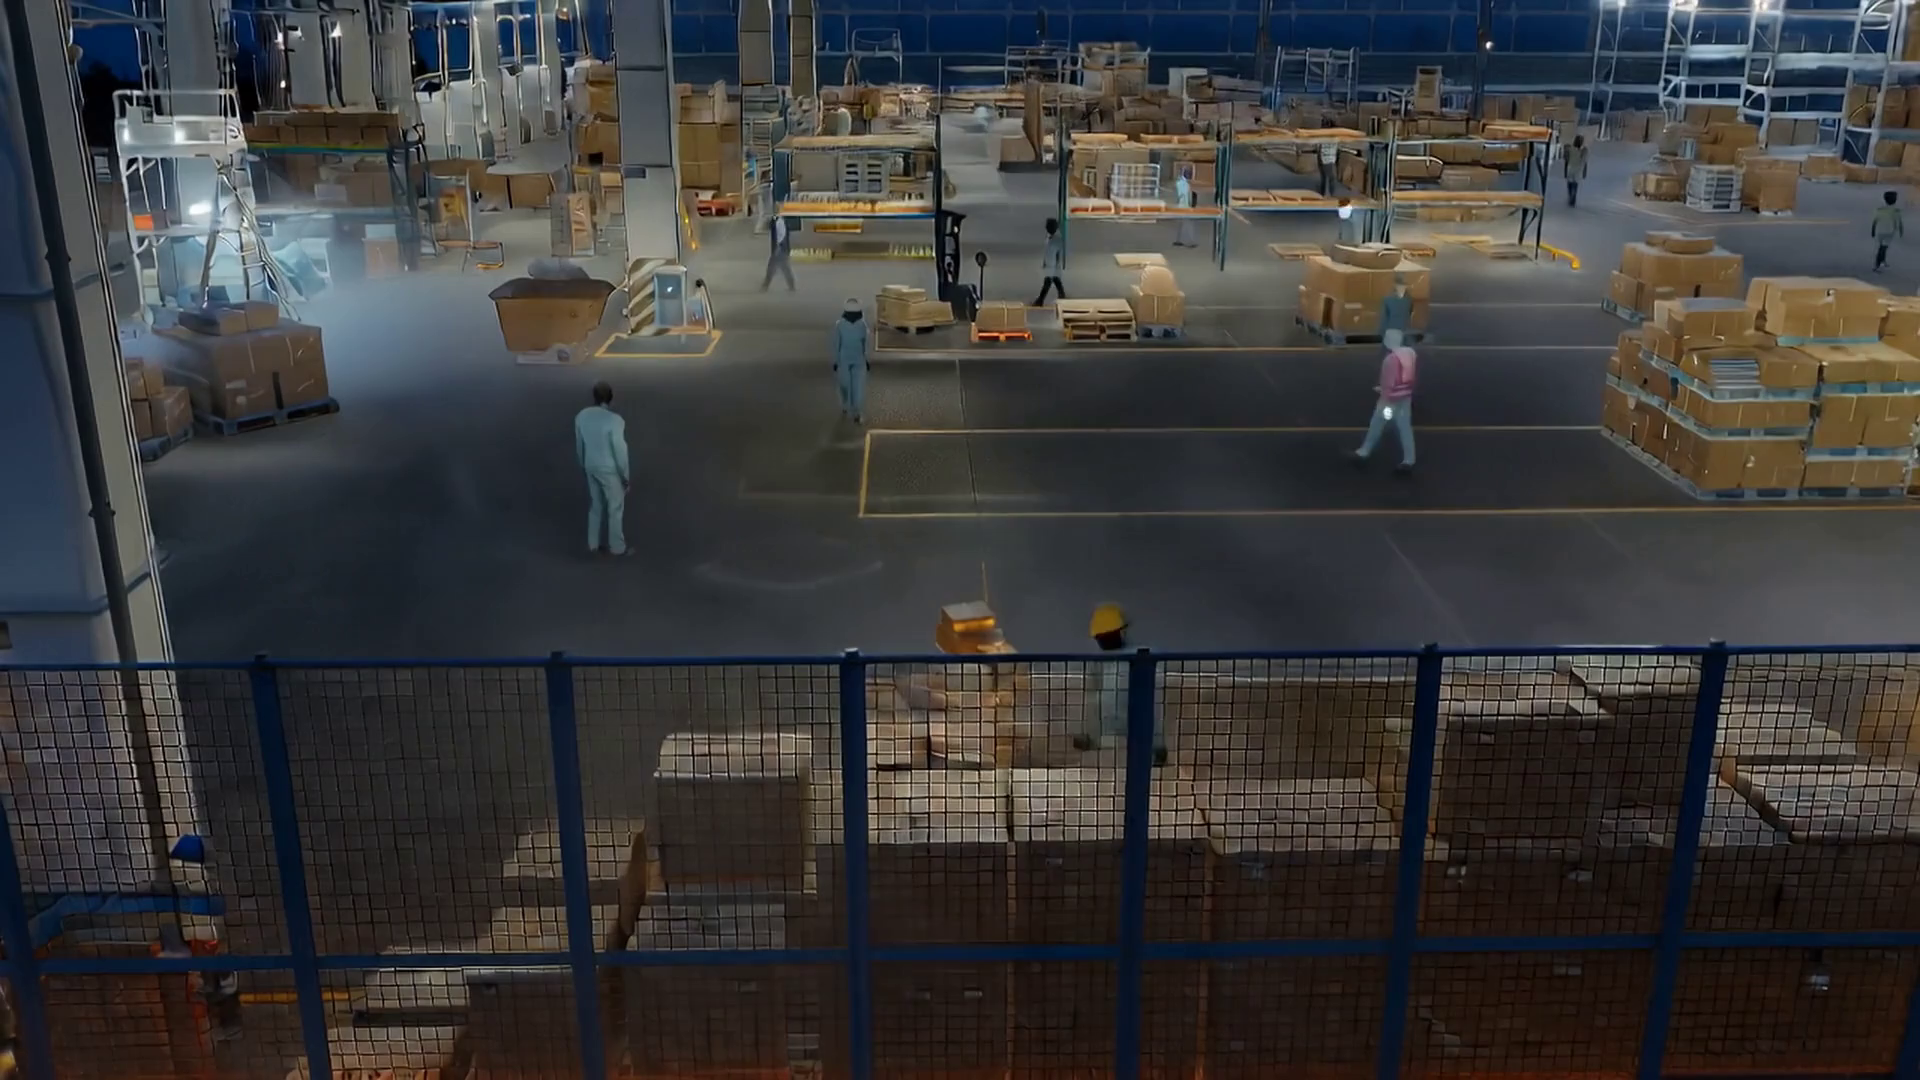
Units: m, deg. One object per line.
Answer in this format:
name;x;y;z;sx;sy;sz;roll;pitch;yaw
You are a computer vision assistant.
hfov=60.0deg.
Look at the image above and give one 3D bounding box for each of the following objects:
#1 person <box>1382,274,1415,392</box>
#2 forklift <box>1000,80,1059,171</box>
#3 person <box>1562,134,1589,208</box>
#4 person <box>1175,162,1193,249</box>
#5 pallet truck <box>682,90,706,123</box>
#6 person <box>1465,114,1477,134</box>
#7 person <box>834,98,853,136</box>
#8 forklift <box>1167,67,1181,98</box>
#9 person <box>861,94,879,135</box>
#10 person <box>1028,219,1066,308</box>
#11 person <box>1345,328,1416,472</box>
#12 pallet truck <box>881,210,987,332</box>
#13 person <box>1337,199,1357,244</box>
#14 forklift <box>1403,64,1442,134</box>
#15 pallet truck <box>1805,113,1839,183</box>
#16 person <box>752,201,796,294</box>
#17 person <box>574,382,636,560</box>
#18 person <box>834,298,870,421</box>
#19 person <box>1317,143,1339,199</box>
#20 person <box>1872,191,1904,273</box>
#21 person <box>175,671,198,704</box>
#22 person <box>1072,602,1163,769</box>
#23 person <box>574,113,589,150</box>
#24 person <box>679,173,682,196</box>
person;6.543;-3.068;24.733;0.533;1.742;0.743;-5;19;-15
forklift;2.239;-13.269;53.236;1.873;2.768;1.129;-1;19;-2
person;16.617;-9.969;44.880;0.631;1.946;0.558;12;22;31
person;5.149;-7.660;38.057;0.401;1.940;0.628;6;20;18
pallet truck;-9.671;-15.907;62.421;0.823;1.965;1.885;5;19;15
person;15.656;-12.151;51.370;0.545;1.938;0.356;-2;19;-7
person;-4.117;-14.642;58.806;0.644;1.898;0.940;1;19;1
forklift;7.822;-15.879;60.978;1.873;2.768;1.129;-1;19;-2
person;-3.407;-15.763;62.263;0.648;1.818;0.961;-14;23;-36
person;1.660;-5.172;31.098;0.861;1.650;0.552;-5;19;-14
person;5.363;-1.767;20.784;0.640;1.792;0.949;-17;25;-40
pallet truck;-0.493;-4.759;29.349;1.885;1.965;0.823;-13;23;-34
person;7.325;-5.549;31.823;0.572;1.904;0.617;8;20;22
forklift;17.644;-16.582;63.063;1.129;2.768;1.873;11;22;30
pallet truck;26.403;-11.957;50.702;0.823;1.965;1.885;6;19;16
person;-3.627;-5.650;32.302;0.926;1.800;0.517;-8;20;-23
person;-3.713;-0.713;17.472;0.643;1.922;0.438;11;22;30
person;-1.493;-2.499;23.054;0.511;1.730;0.359;-2;19;-5
person;10.314;-10.528;46.676;0.618;1.863;1.026;1;19;4
person;19.508;-6.470;34.926;0.783;1.660;0.550;-9;21;-26
person;-6.778;0.554;13.692;0.623;1.926;0.606;17;25;41
person;1.025;1.325;11.488;0.977;1.873;0.600;-12;22;-31
person;-13.671;-14.896;60.035;0.529;1.595;0.841;-1;19;-3
person;-7.137;-8.586;40.834;0.552;1.913;0.776;-12;22;-32
